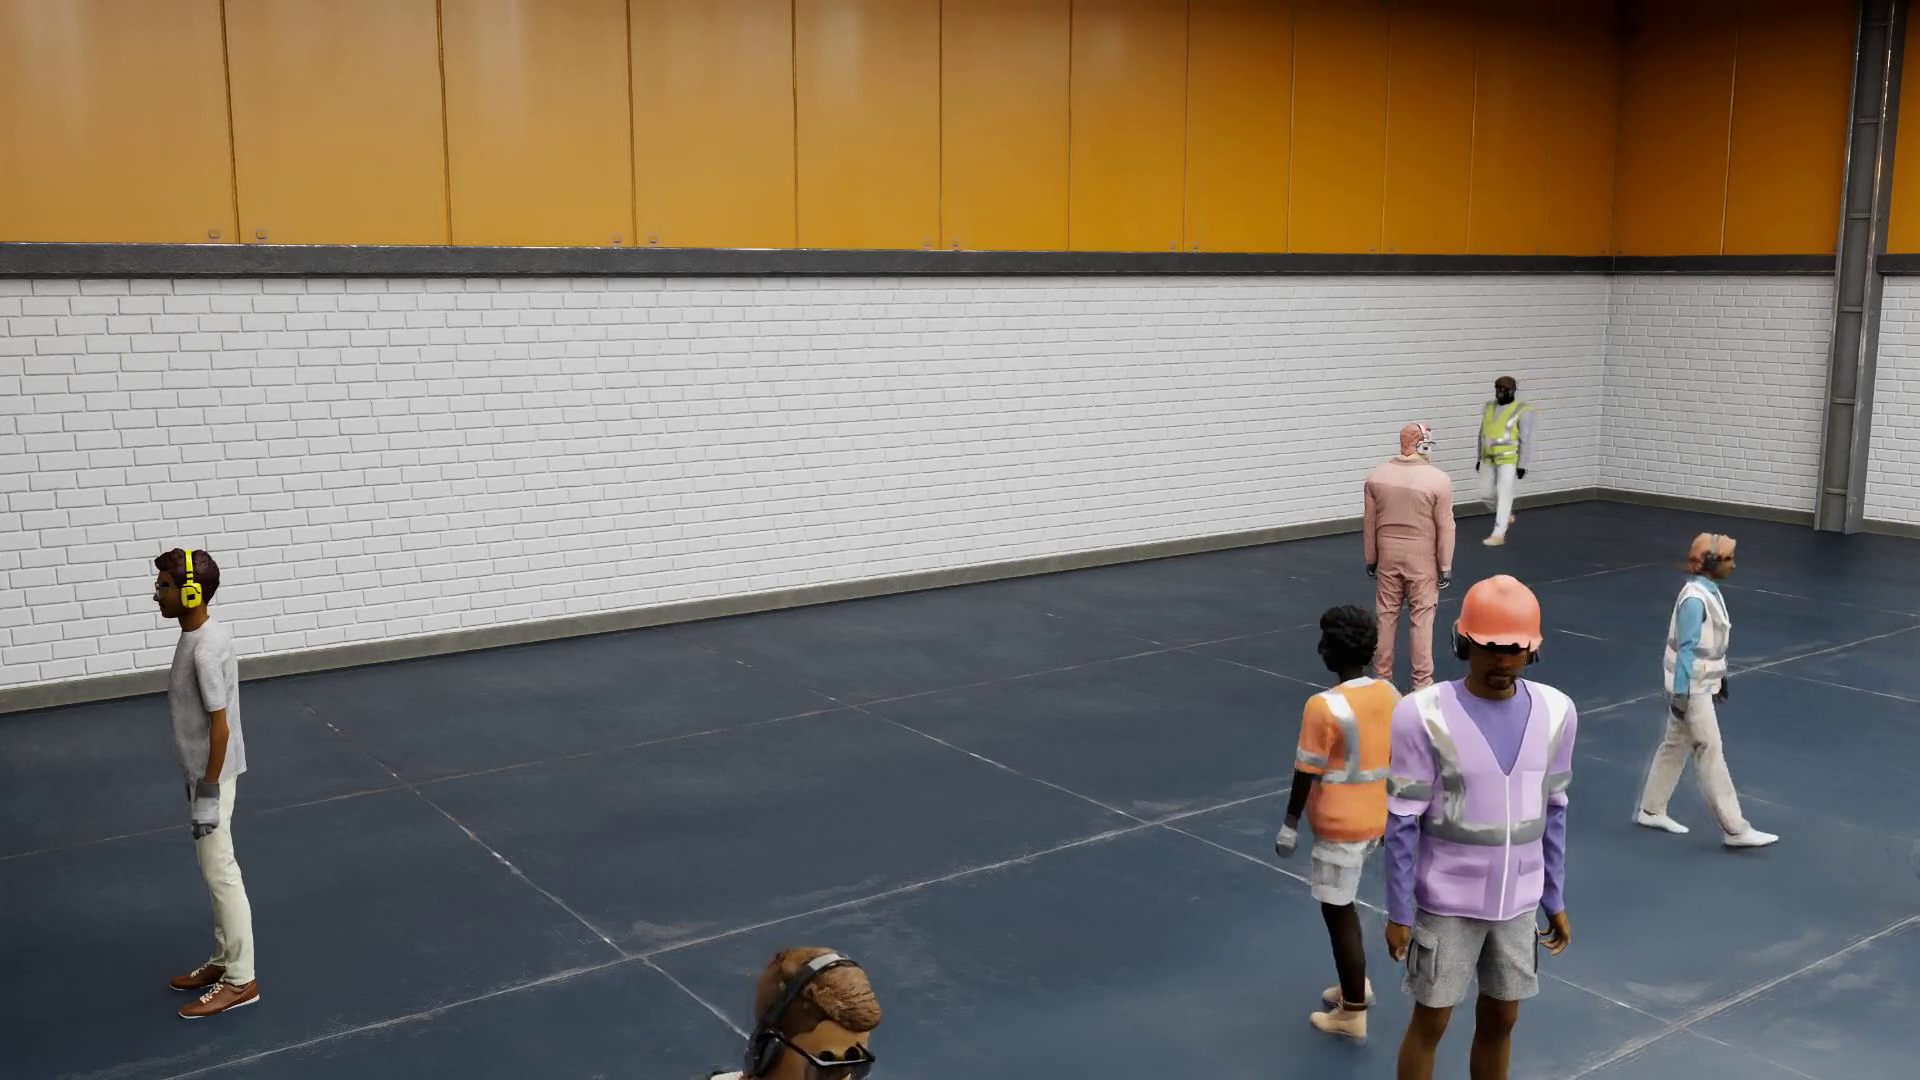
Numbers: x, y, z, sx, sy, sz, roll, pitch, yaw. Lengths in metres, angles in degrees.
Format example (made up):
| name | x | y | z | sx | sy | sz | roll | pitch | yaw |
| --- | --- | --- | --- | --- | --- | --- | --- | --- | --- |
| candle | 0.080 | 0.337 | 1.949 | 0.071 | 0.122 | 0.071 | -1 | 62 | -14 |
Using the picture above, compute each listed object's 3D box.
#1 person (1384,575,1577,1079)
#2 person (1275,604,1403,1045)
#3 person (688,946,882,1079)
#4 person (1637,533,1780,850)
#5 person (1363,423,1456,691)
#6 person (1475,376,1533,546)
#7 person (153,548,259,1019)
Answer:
| name | x | y | z | sx | sy | sz | roll | pitch | yaw |
| --- | --- | --- | --- | --- | --- | --- | --- | --- | --- |
| person | 1.619 | 1.108 | 5.153 | 0.614 | 2.039 | 0.390 | -2 | 9 | -11 |
| person | 1.466 | 1.084 | 6.412 | 0.453 | 1.683 | 0.544 | 9 | 13 | 43 |
| person | -0.398 | 1.563 | 3.083 | 0.572 | 1.802 | 0.613 | -3 | 10 | -17 |
| person | 3.871 | 0.768 | 8.542 | 0.699 | 1.605 | 0.542 | 5 | 11 | 29 |
| person | 3.132 | 0.136 | 11.569 | 0.651 | 1.904 | 0.402 | 8 | 12 | 39 |
| person | 5.846 | -0.856 | 17.905 | 0.504 | 1.832 | 0.645 | -6 | 11 | -32 |
| person | -3.025 | 0.954 | 6.632 | 0.328 | 1.870 | 0.513 | -5 | 11 | -29 |
